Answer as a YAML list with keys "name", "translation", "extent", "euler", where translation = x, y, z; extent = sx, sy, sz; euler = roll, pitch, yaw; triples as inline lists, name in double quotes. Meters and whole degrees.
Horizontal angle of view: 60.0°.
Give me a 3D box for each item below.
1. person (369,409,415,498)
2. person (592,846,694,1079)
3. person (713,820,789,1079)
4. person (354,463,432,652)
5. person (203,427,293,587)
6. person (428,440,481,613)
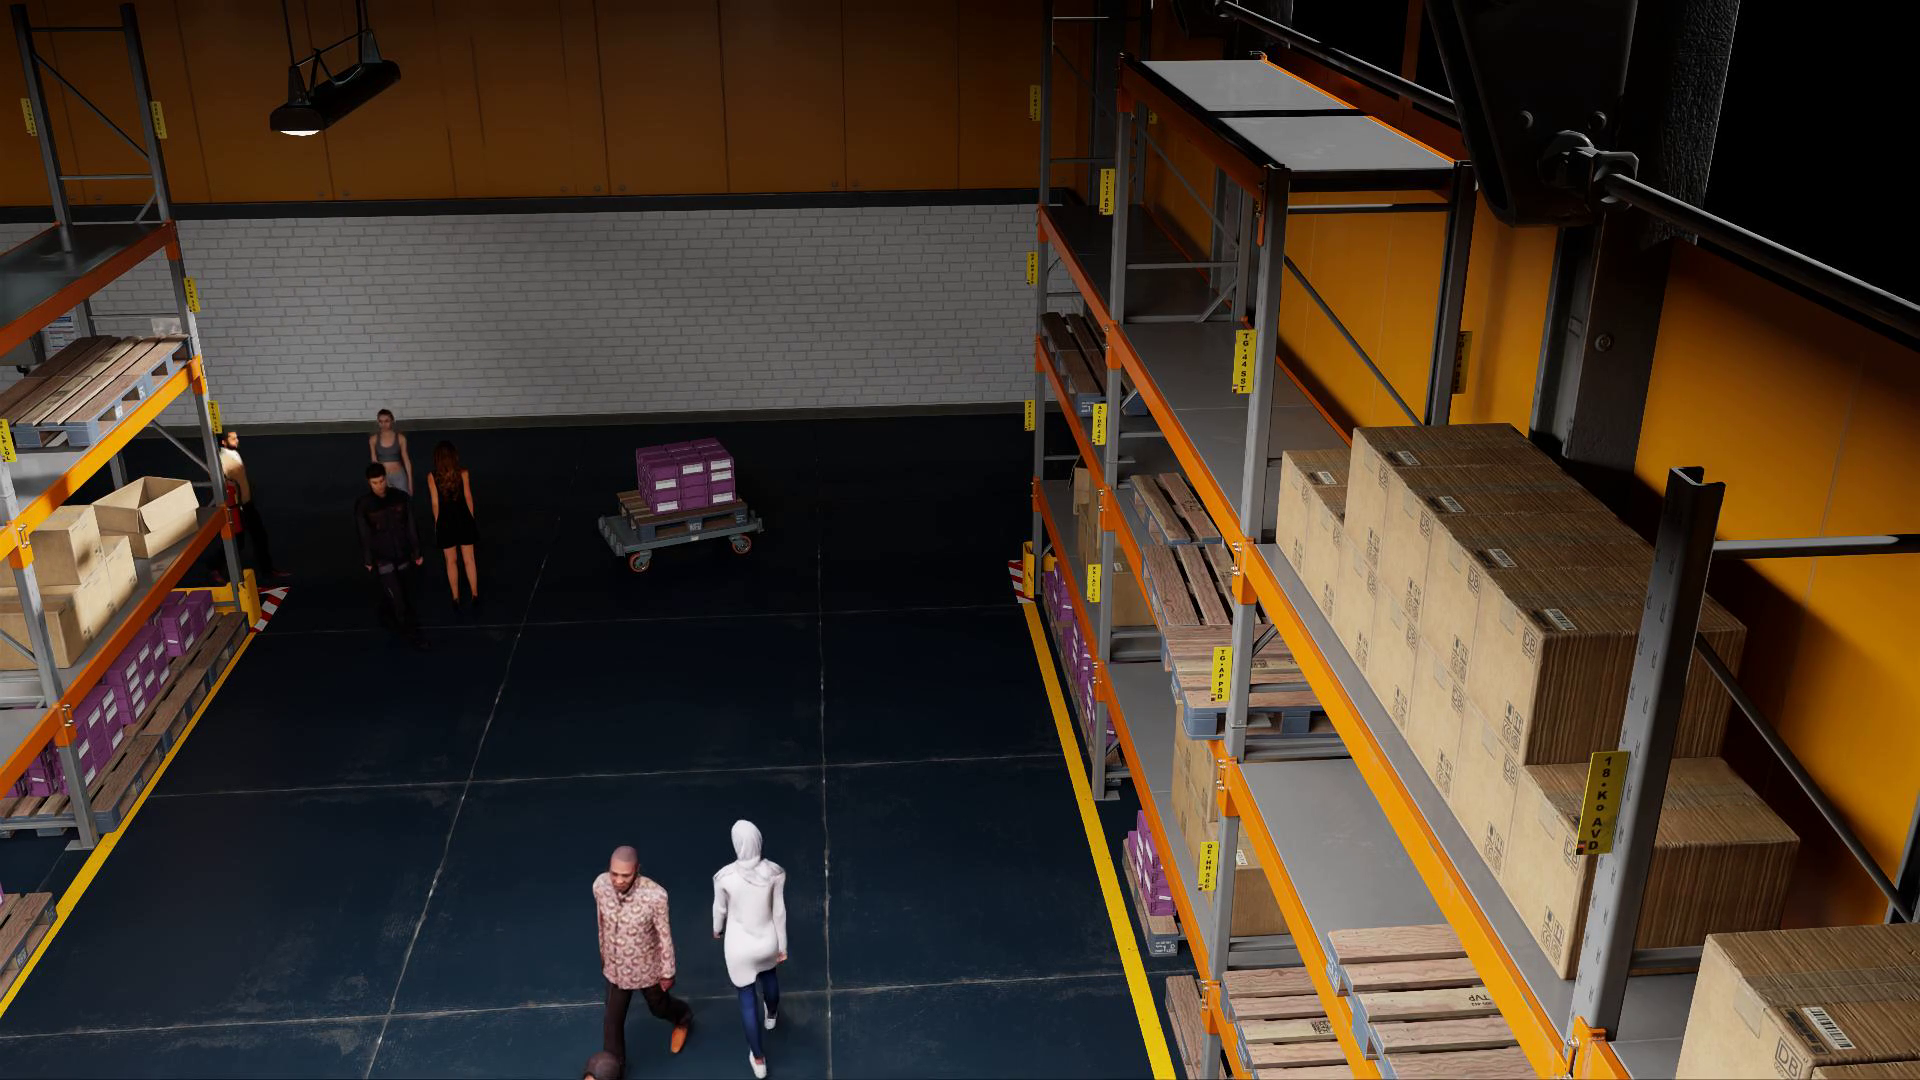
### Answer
- name: "person"
  translation: [-6.161, -0.645, 18.118]
  extent: [0.617, 1.696, 0.604]
  euler: [-4, 24, -10]
- name: "person"
  translation: [-2.003, 2.629, 10.521]
  extent: [1.010, 1.782, 1.282]
  euler: [7, 24, 15]
- name: "person"
  translation: [-1.310, 2.635, 10.546]
  extent: [0.708, 1.751, 0.969]
  euler: [-6, 24, -13]
- name: "person"
  translation: [-5.561, 0.120, 16.140]
  extent: [1.309, 1.880, 1.211]
  euler: [21, 31, 39]
- name: "person"
  translation: [-7.610, -0.320, 17.333]
  extent: [0.718, 1.729, 1.002]
  euler: [-2, 24, -4]
- name: "person"
  translation: [-5.097, -0.140, 16.791]
  extent: [0.632, 1.835, 0.608]
  euler: [-9, 25, -19]
